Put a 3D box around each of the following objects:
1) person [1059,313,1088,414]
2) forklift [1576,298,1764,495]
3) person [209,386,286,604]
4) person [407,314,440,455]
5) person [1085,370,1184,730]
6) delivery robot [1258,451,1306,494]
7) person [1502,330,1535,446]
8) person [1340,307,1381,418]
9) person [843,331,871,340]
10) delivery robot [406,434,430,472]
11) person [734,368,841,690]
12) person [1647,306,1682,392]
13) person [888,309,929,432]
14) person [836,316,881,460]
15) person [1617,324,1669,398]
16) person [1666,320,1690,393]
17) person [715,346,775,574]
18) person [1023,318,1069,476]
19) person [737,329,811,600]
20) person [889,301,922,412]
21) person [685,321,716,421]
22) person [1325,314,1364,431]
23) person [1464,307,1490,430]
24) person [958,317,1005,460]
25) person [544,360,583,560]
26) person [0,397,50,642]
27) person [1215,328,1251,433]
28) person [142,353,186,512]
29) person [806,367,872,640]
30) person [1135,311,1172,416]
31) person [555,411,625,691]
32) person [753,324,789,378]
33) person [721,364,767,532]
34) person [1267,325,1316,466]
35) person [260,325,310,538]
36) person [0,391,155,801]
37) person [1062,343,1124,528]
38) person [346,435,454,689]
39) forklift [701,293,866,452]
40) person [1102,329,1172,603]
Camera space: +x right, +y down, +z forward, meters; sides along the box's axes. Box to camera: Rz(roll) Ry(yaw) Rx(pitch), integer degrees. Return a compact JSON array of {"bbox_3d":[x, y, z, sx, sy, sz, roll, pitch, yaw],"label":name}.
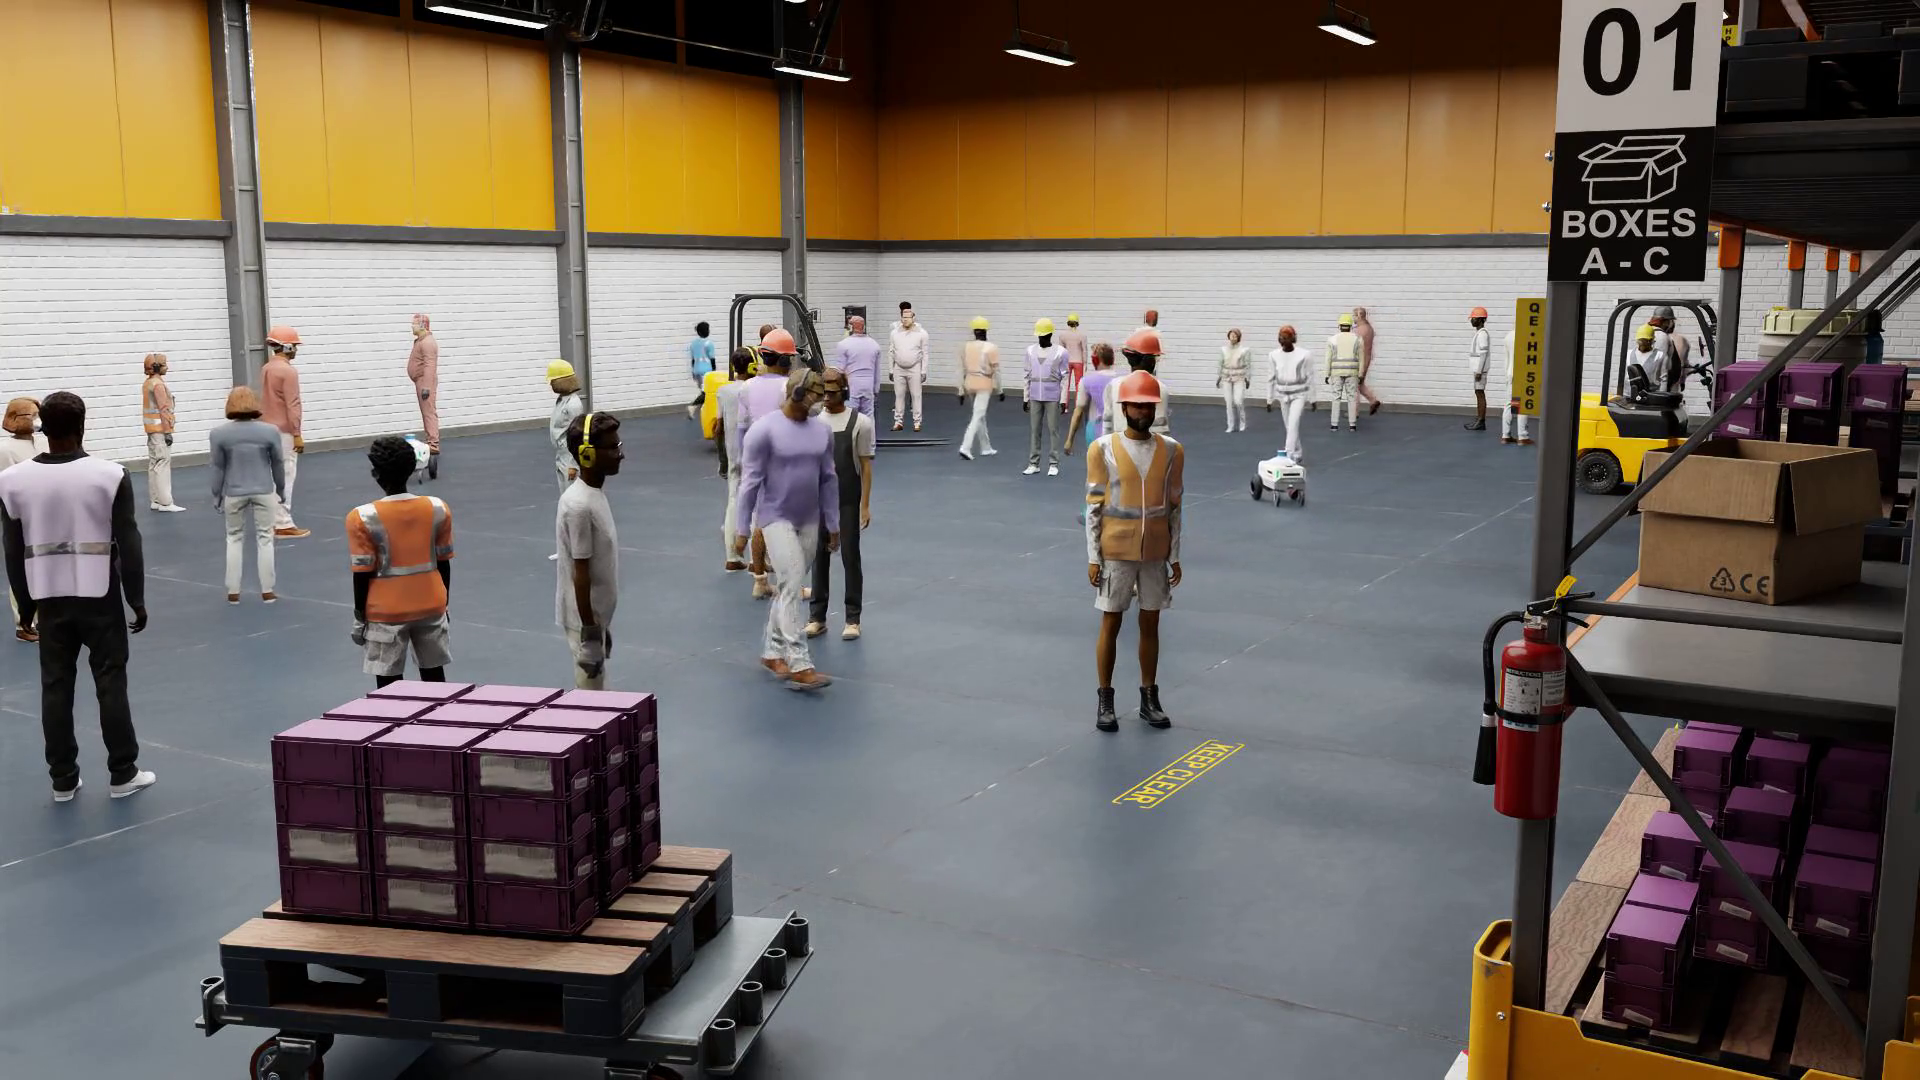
[{"bbox_3d":[1.988,-3.091,29.159,0.525,1.772,0.306,3,10,19],"label":"person"},{"bbox_3d":[7.954,-1.589,18.462,2.313,2.155,1.214,5,11,30],"label":"forklift"},{"bbox_3d":[-5.285,-0.329,12.365,0.508,1.634,0.333,-3,10,-20],"label":"person"},{"bbox_3d":[-7.274,-2.103,22.552,0.409,1.913,0.647,-4,10,-23],"label":"person"},{"bbox_3d":[0.946,0.058,8.968,0.545,1.943,0.347,-2,9,-11],"label":"person"},{"bbox_3d":[3.445,-0.713,17.805,0.477,0.478,0.707,-1,9,-6],"label":"delivery robot"},{"bbox_3d":[8.061,-2.320,23.866,0.374,1.930,0.626,-5,10,-29],"label":"person"},{"bbox_3d":[6.785,-2.995,28.151,0.544,1.891,0.670,6,11,34],"label":"person"},{"bbox_3d":[-1.588,-2.691,26.437,0.429,1.843,0.633,-7,12,-38],"label":"person"},{"bbox_3d":[-6.463,-1.003,19.589,0.477,0.478,0.707,-1,8,-10],"label":"delivery robot"},{"bbox_3d":[-0.928,-0.059,9.857,0.667,1.890,0.899,-8,12,-42],"label":"person"},{"bbox_3d":[9.614,-2.213,22.836,0.537,2.000,0.688,1,9,3],"label":"person"},{"bbox_3d":[-0.813,-2.638,25.905,0.643,1.909,0.410,2,9,11],"label":"person"},{"bbox_3d":[-1.351,-1.993,21.914,0.646,1.902,0.397,-6,11,-33],"label":"person"},{"bbox_3d":[8.498,-1.776,20.761,0.591,1.831,0.404,7,11,36],"label":"person"},{"bbox_3d":[10.174,-2.297,24.002,0.646,1.827,0.583,0,9,-1],"label":"person"},{"bbox_3d":[-1.760,-0.647,13.625,0.535,1.859,0.309,5,10,28],"label":"person"},{"bbox_3d":[1.031,-1.737,20.248,0.585,1.918,0.378,4,10,24],"label":"person"},{"bbox_3d":[-1.362,-0.554,12.475,0.615,2.040,0.391,5,10,28],"label":"person"},{"bbox_3d":[-0.968,-3.252,29.547,0.600,1.967,0.367,1,9,5],"label":"person"},{"bbox_3d":[-4.263,-2.759,27.347,0.540,1.680,0.646,9,13,44],"label":"person"},{"bbox_3d":[5.985,-2.601,25.902,0.599,1.830,0.403,1,9,9],"label":"person"},{"bbox_3d":[8.136,-2.690,26.130,0.376,1.939,0.547,2,9,15],"label":"person"},{"bbox_3d":[0.231,-2.019,22.102,0.584,1.889,0.967,7,12,38],"label":"person"},{"bbox_3d":[-3.333,-0.656,14.065,0.308,1.736,0.484,-5,10,-28],"label":"person"},{"bbox_3d":[-6.226,-0.142,11.168,0.285,1.636,0.500,1,9,5],"label":"person"},{"bbox_3d":[4.207,-2.450,25.620,0.518,1.624,0.373,6,11,32],"label":"person"},{"bbox_3d":[-8.250,-1.103,17.152,0.306,1.640,0.522,-8,12,-40],"label":"person"},{"bbox_3d":[-0.842,-0.244,11.173,0.504,1.840,0.345,2,9,14],"label":"person"},{"bbox_3d":[3.195,-2.971,28.253,0.594,1.831,1.005,9,13,44],"label":"person"},{"bbox_3d":[-1.580,0.376,7.209,0.329,1.871,0.513,-1,9,-9],"label":"person"},{"bbox_3d":[-2.308,-1.700,20.252,0.631,1.843,0.429,7,11,37],"label":"person"},{"bbox_3d":[-1.895,-0.830,15.529,0.774,1.605,0.525,-3,10,-18],"label":"person"},{"bbox_3d":[4.171,-1.792,20.907,0.596,1.826,0.953,7,11,36],"label":"person"},{"bbox_3d":[-6.313,-1.014,15.568,0.438,1.981,0.627,-8,12,-42],"label":"person"},{"bbox_3d":[-4.103,0.280,7.734,0.593,1.894,0.392,-2,9,-10],"label":"person"},{"bbox_3d":[1.264,-0.942,15.626,0.597,1.802,0.918,-6,11,-35],"label":"person"},{"bbox_3d":[-2.647,0.349,7.911,0.318,1.697,0.533,8,12,42],"label":"person"},{"bbox_3d":[-2.458,-2.344,23.176,2.313,2.155,1.214,0,9,-2],"label":"forklift"},{"bbox_3d":[1.339,-0.553,12.466,0.397,2.044,0.609,-8,12,-40],"label":"person"}]
